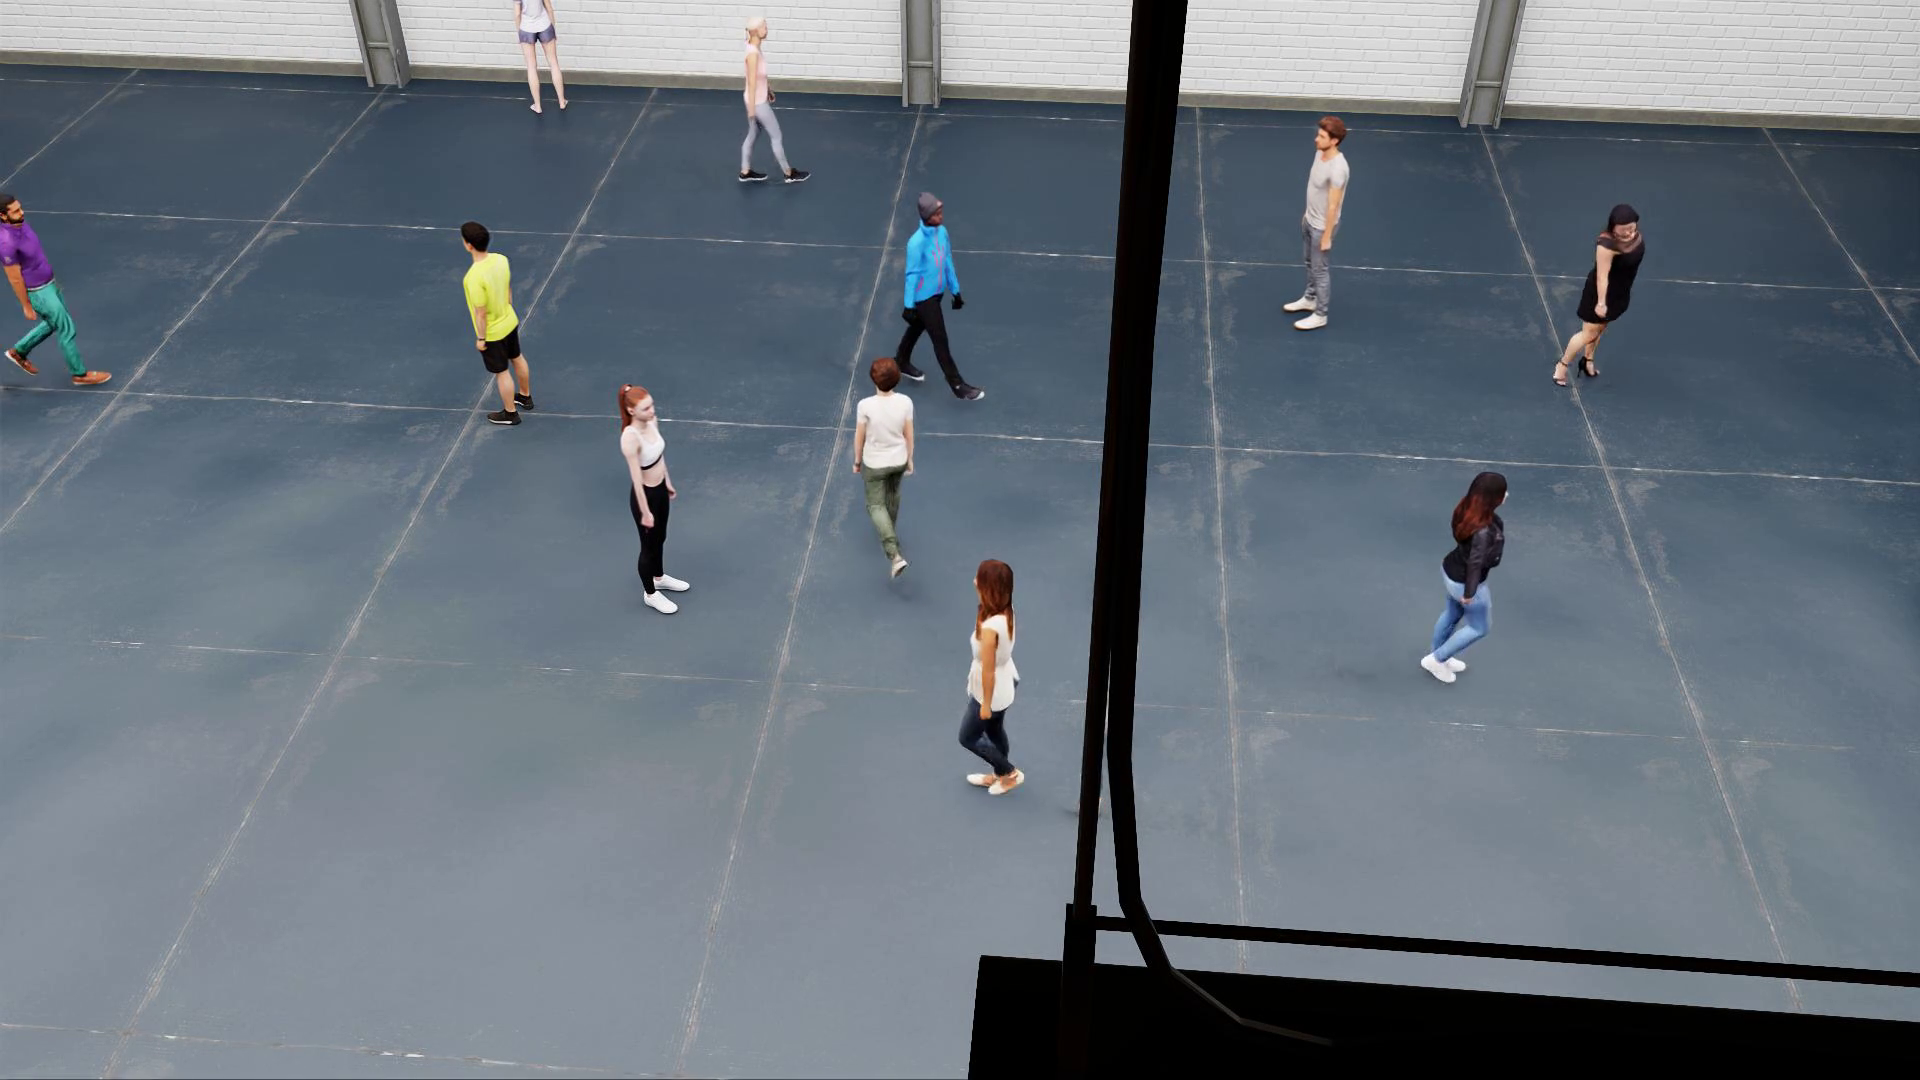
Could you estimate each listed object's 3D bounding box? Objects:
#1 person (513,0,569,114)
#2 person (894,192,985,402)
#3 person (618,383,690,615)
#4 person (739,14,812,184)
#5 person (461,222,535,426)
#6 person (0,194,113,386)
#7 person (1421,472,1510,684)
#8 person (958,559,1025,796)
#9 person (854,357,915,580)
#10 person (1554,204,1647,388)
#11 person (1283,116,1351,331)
[{"bbox_3d":[-4.477,-5.389,17.550,0.634,1.768,0.729,-13,41,-16],"label":"person"},{"bbox_3d":[-0.333,-1.955,13.275,1.235,1.737,0.977,21,43,24],"label":"person"},{"bbox_3d":[-2.092,-0.291,11.189,0.573,1.740,0.621,9,40,12],"label":"person"},{"bbox_3d":[-2.060,-4.258,16.187,0.981,1.702,0.678,-4,39,-5],"label":"person"},{"bbox_3d":[-3.615,-1.698,12.977,0.628,1.707,0.673,14,41,17],"label":"person"},{"bbox_3d":[-7.448,-1.964,13.281,1.070,1.743,0.836,-8,39,-10],"label":"person"},{"bbox_3d":[3.154,0.238,10.621,0.621,1.622,0.654,0,39,1],"label":"person"},{"bbox_3d":[0.280,0.864,9.714,0.651,1.776,0.650,8,39,9],"label":"person"},{"bbox_3d":[-0.507,-0.479,11.512,1.062,1.631,0.924,-13,40,-15],"label":"person"},{"bbox_3d":[5.202,-2.007,13.390,0.816,1.675,0.805,13,41,16],"label":"person"},{"bbox_3d":[3.068,-2.690,14.071,0.629,1.892,0.698,-6,39,-7],"label":"person"}]
